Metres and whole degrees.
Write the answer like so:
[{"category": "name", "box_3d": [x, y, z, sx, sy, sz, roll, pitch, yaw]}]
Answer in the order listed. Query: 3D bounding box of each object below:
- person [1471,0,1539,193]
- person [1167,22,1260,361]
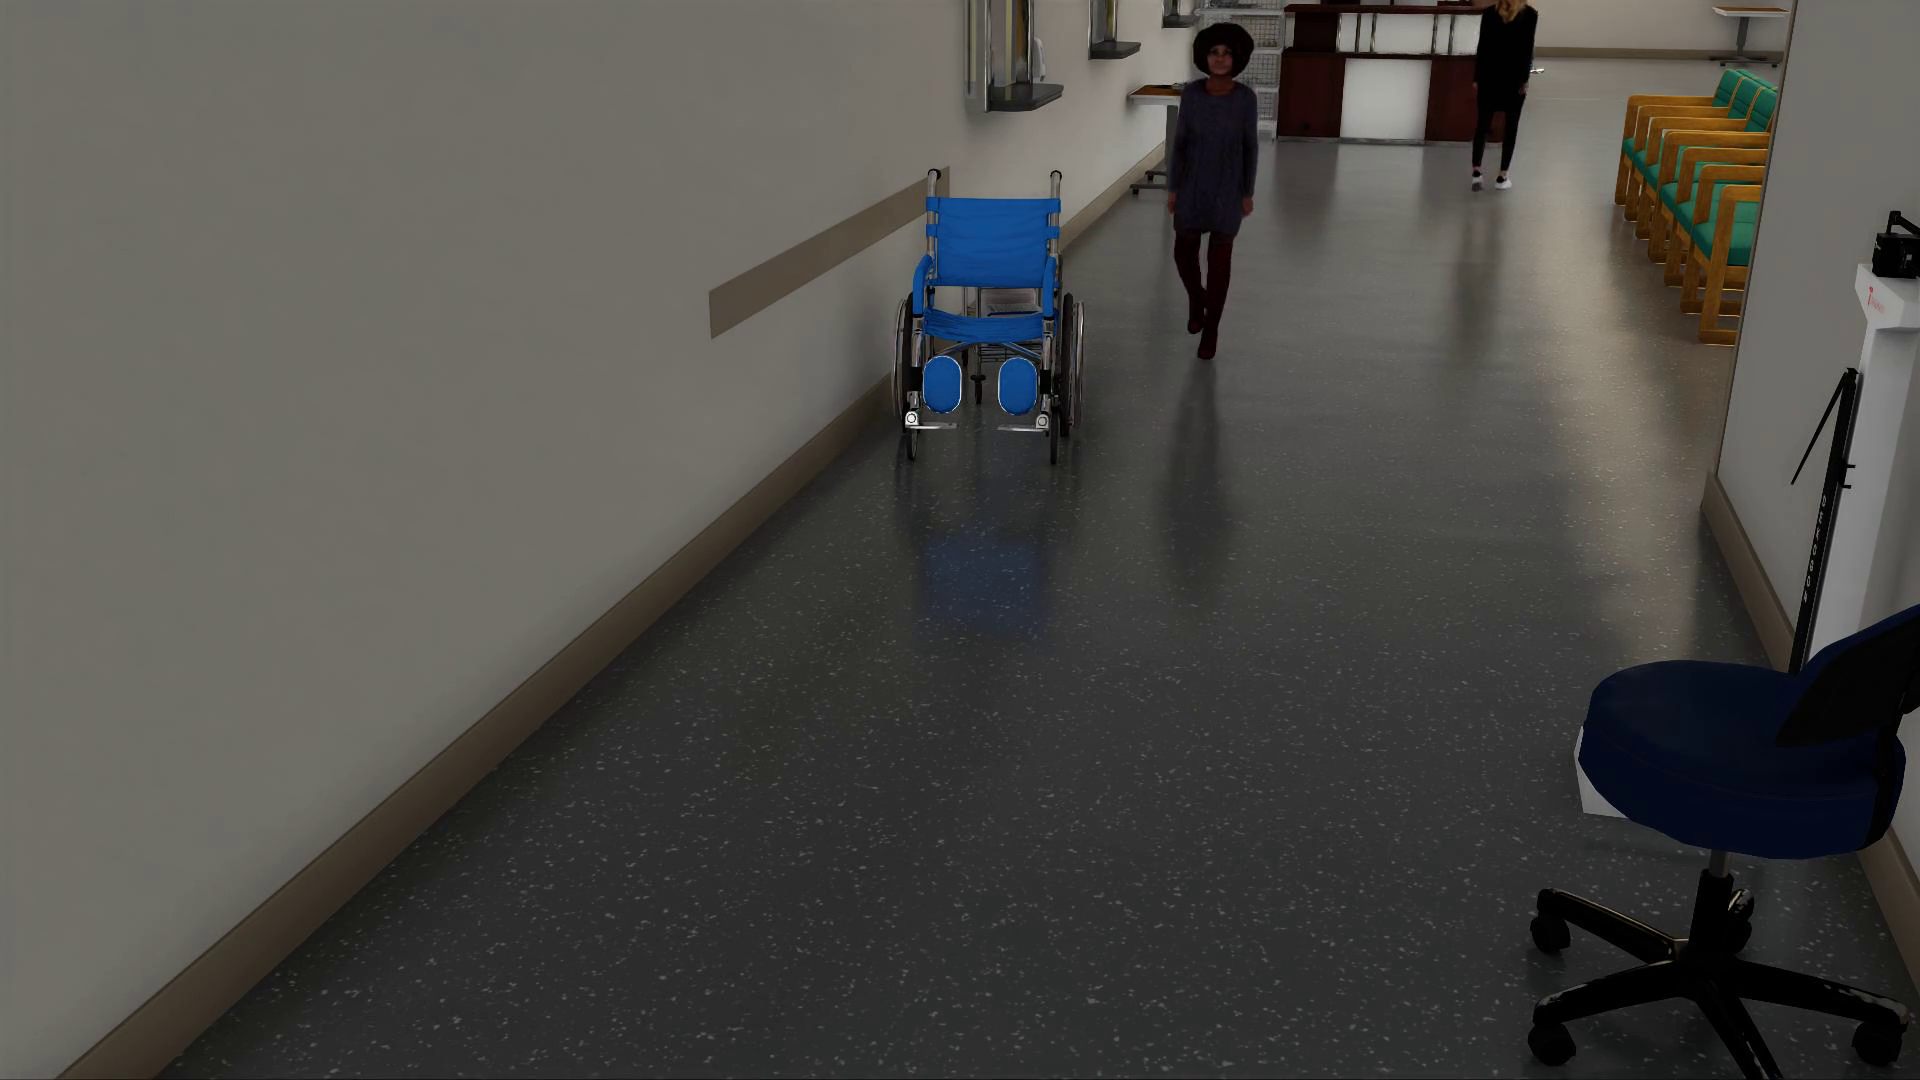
[{"category": "person", "box_3d": [4.394, -3.714, 13.587, 1.026, 1.781, 0.855, 11, 23, 27]}, {"category": "person", "box_3d": [1.316, -1.809, 8.669, 0.616, 1.700, 0.660, 5, 21, 14]}]
